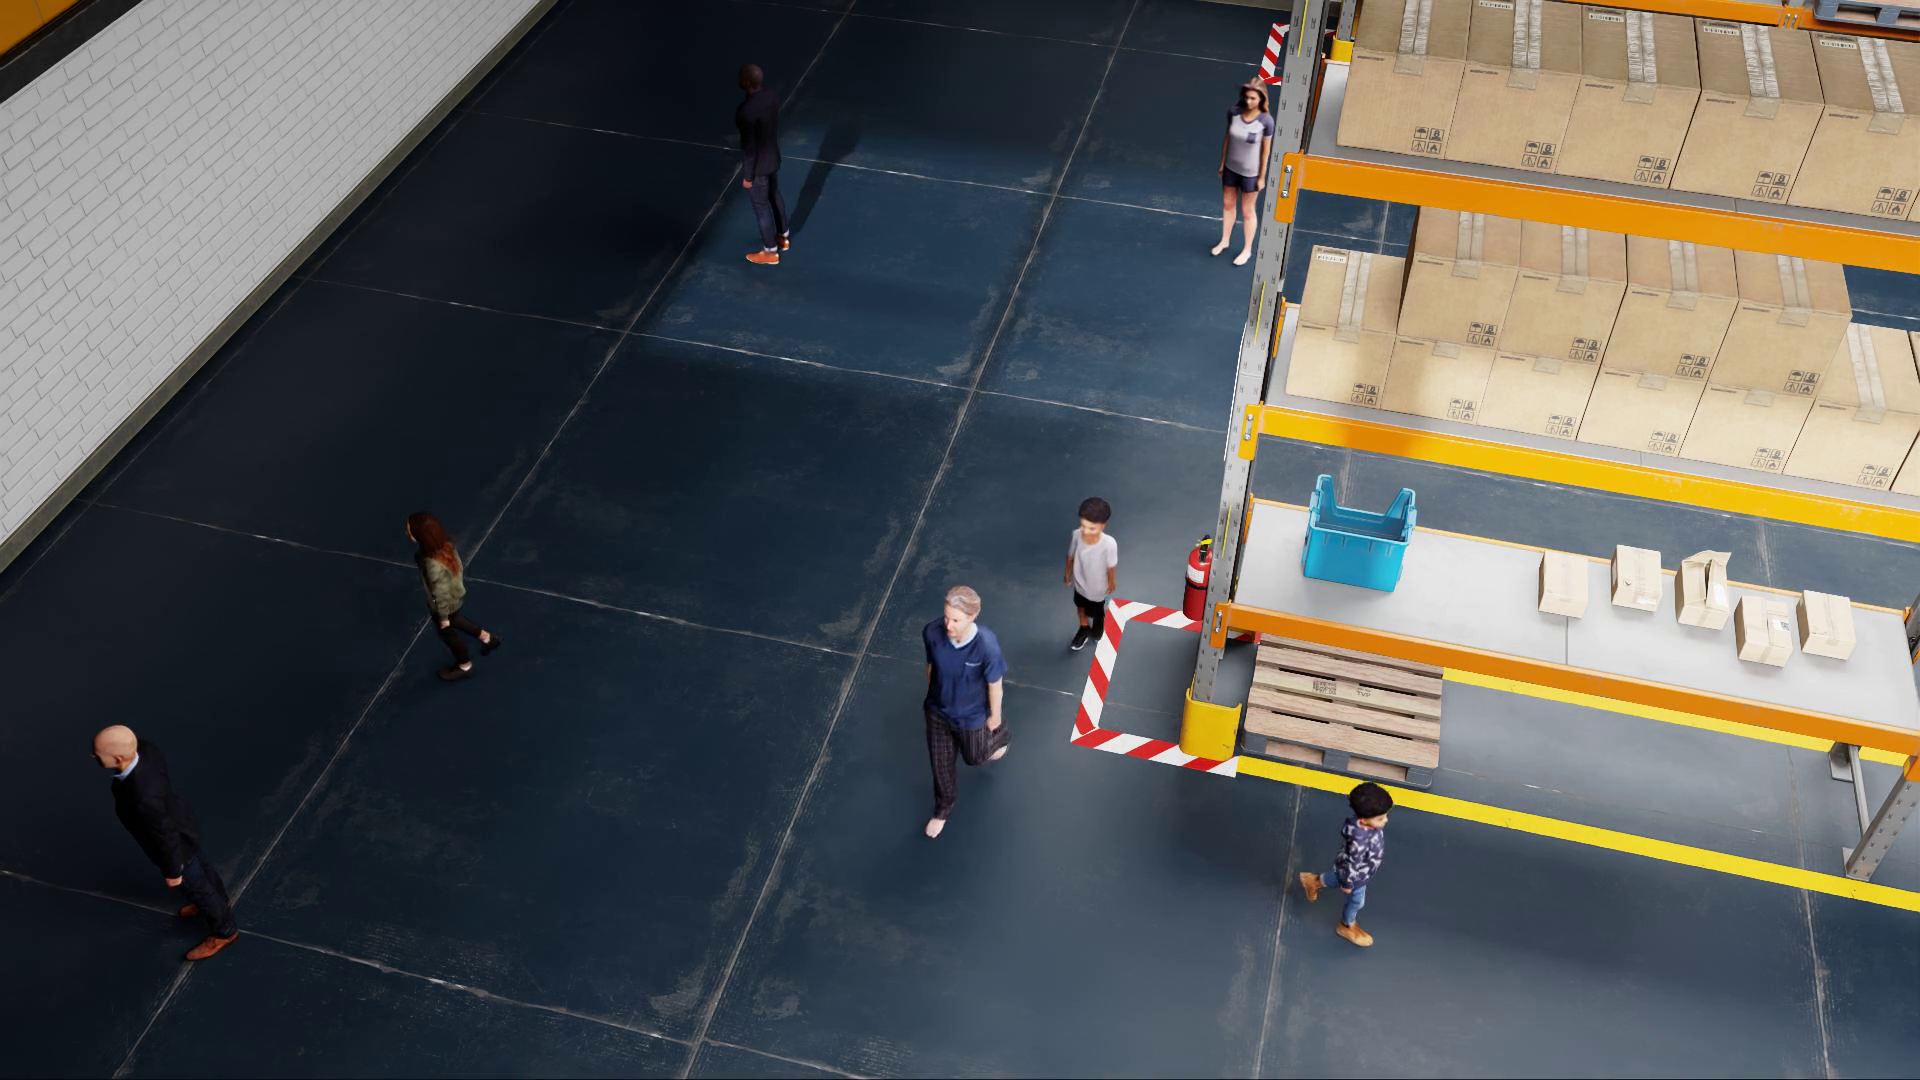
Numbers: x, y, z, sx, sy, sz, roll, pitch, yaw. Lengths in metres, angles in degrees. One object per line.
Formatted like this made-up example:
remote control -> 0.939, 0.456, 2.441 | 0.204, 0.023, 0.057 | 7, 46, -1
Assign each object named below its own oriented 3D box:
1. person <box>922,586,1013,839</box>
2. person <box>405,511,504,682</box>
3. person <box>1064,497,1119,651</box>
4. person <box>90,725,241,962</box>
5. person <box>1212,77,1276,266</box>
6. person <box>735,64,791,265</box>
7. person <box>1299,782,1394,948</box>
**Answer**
person -> 0.036, 0.928, 9.780 | 1.042, 1.846, 0.851 | 19, 47, 19
person -> -3.239, 0.345, 10.664 | 0.818, 1.470, 0.752 | -10, 45, -10
person -> 0.891, 0.190, 10.985 | 0.535, 1.252, 0.610 | 20, 47, 19
person -> -4.326, 1.615, 9.092 | 0.811, 1.800, 0.769 | -19, 47, -18
person -> 2.424, -3.161, 14.157 | 0.621, 1.728, 0.733 | 31, 52, 29
person -> -1.685, -3.199, 14.132 | 0.612, 1.817, 0.712 | 15, 45, 15
person -> 2.179, 1.784, 9.322 | 0.806, 1.239, 0.632 | 25, 49, 24
